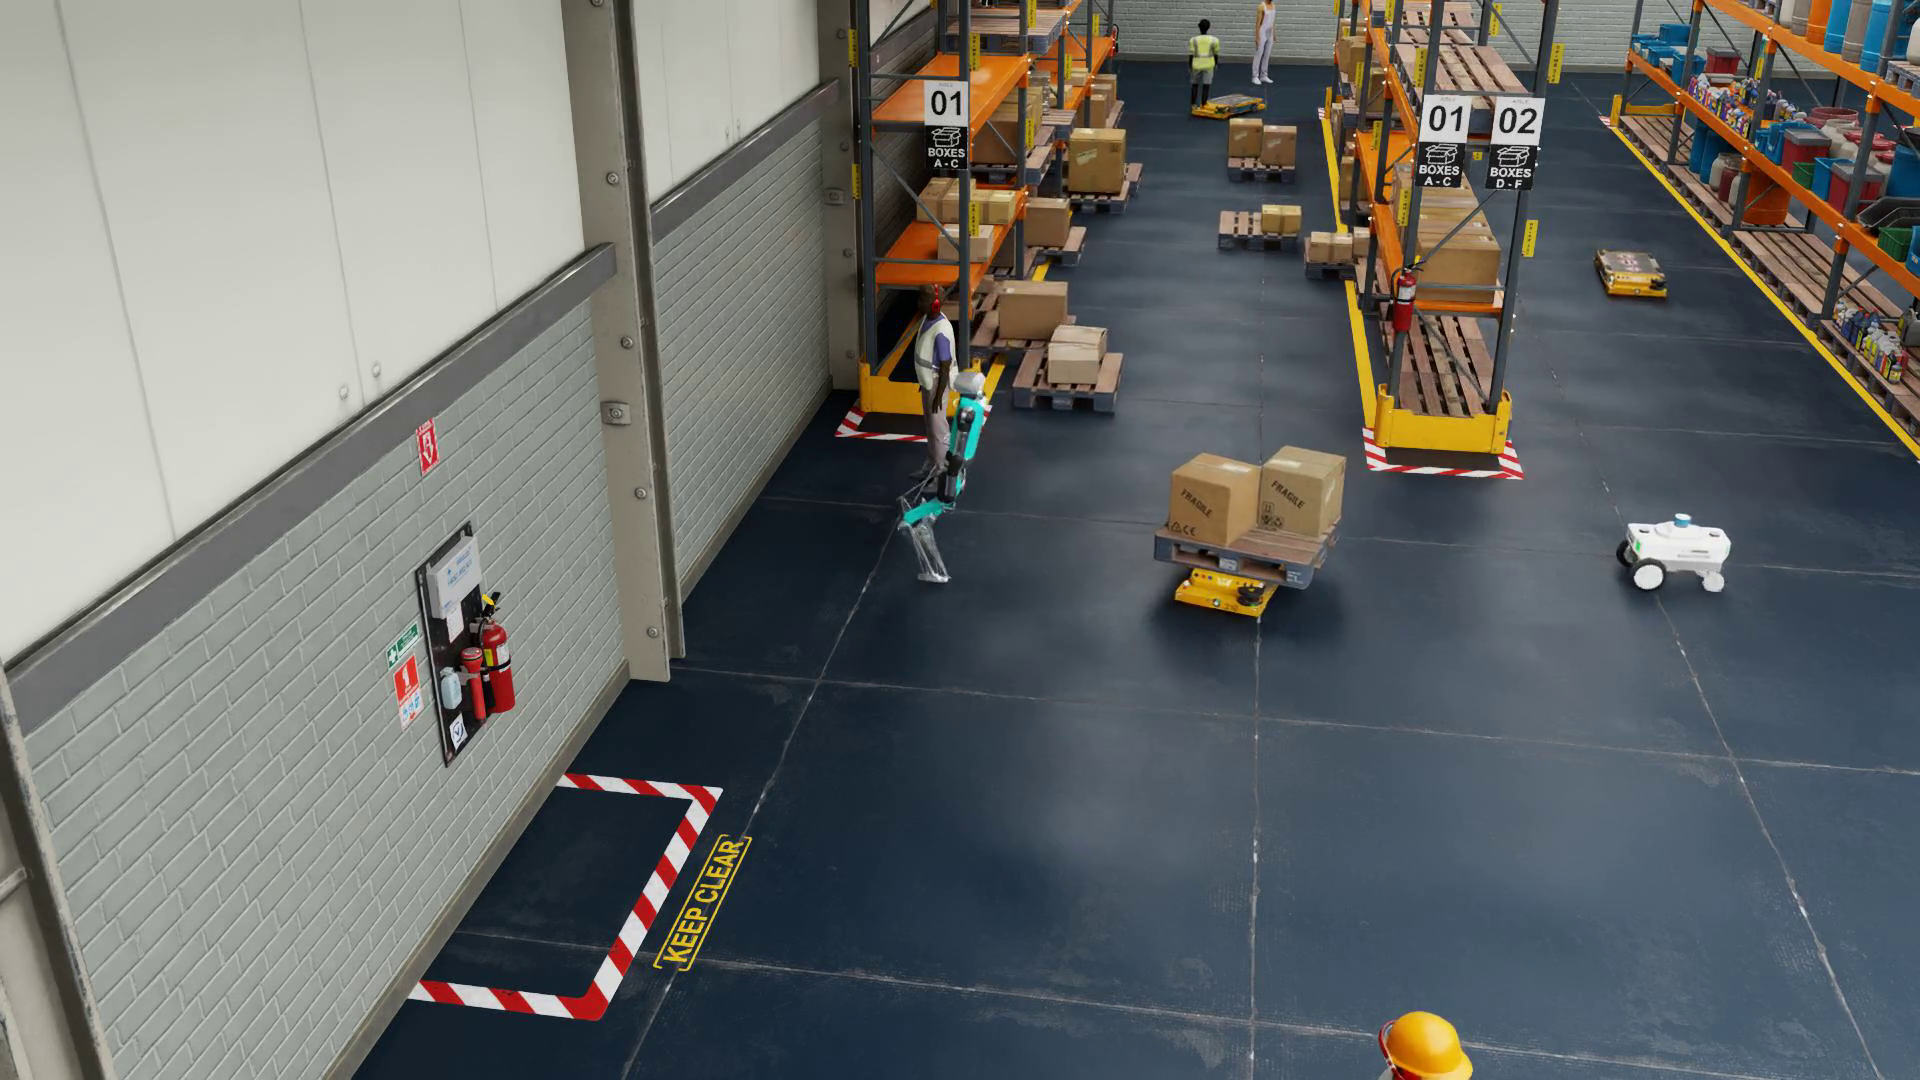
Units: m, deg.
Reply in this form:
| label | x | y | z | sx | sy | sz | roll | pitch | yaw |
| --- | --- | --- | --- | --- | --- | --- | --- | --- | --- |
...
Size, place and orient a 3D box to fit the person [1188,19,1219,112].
| label | x | y | z | sx | sy | sz | roll | pitch | yaw |
| --- | --- | --- | --- | --- | --- | --- | --- | --- | --- |
| person | 4.370 | -8.501 | 29.896 | 0.550 | 1.677 | 0.611 | 4 | 25 | 9 |

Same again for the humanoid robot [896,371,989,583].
| label | x | y | z | sx | sy | sz | roll | pitch | yaw |
| --- | --- | --- | --- | --- | --- | --- | --- | --- | --- |
| humanoid robot | -0.189 | -0.408 | 12.551 | 0.807 | 1.817 | 0.541 | 5 | 25 | 10 |

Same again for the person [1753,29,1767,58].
| label | x | y | z | sx | sy | sz | roll | pitch | yaw |
| --- | --- | --- | --- | --- | --- | --- | --- | --- | --- |
| person | 15.791 | -9.805 | 32.577 | 0.322 | 1.767 | 0.528 | -19 | 31 | -35 |

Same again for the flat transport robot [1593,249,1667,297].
| label | x | y | z | sx | sy | sz | roll | pitch | yaw |
| --- | --- | --- | --- | --- | --- | --- | --- | --- | --- |
| flat transport robot | 8.195 | -3.273 | 20.362 | 0.659 | 0.231 | 1.431 | 5 | 26 | 11 |

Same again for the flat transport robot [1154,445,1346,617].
| label | x | y | z | sx | sy | sz | roll | pitch | yaw |
| --- | --- | --- | --- | --- | --- | --- | --- | --- | --- |
| flat transport robot | 2.223 | 0.174 | 12.985 | 0.659 | 0.231 | 1.431 | 12 | 27 | 23 |

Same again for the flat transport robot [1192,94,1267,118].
| label | x | y | z | sx | sy | sz | roll | pitch | yaw |
| --- | --- | --- | --- | --- | --- | --- | --- | --- | --- |
| flat transport robot | 4.901 | -7.879 | 30.221 | 0.659 | 0.231 | 1.431 | 22 | 33 | 38 |

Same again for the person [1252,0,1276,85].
| label | x | y | z | sx | sy | sz | roll | pitch | yaw |
| --- | --- | --- | --- | --- | --- | --- | --- | --- | --- |
| person | 6.043 | -9.934 | 32.737 | 0.524 | 1.860 | 0.387 | -17 | 30 | -32 |

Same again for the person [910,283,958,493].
| label | x | y | z | sx | sy | sz | roll | pitch | yaw |
| --- | --- | --- | --- | --- | --- | --- | --- | --- | --- |
| person | -0.213 | -1.319 | 14.313 | 0.391 | 1.849 | 0.563 | -7 | 26 | -14 |

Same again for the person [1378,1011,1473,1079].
| label | x | y | z | sx | sy | sz | roll | pitch | yaw |
| --- | --- | --- | --- | --- | --- | --- | --- | --- | --- |
| person | 1.593 | 2.495 | 6.112 | 0.380 | 1.890 | 0.563 | 18 | 31 | 34 |

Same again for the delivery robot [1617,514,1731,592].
| label | x | y | z | sx | sy | sz | roll | pitch | yaw |
| --- | --- | --- | --- | --- | --- | --- | --- | --- | --- |
| delivery robot | 5.495 | 0.090 | 12.835 | 0.783 | 0.601 | 0.499 | 3 | 25 | 7 |
